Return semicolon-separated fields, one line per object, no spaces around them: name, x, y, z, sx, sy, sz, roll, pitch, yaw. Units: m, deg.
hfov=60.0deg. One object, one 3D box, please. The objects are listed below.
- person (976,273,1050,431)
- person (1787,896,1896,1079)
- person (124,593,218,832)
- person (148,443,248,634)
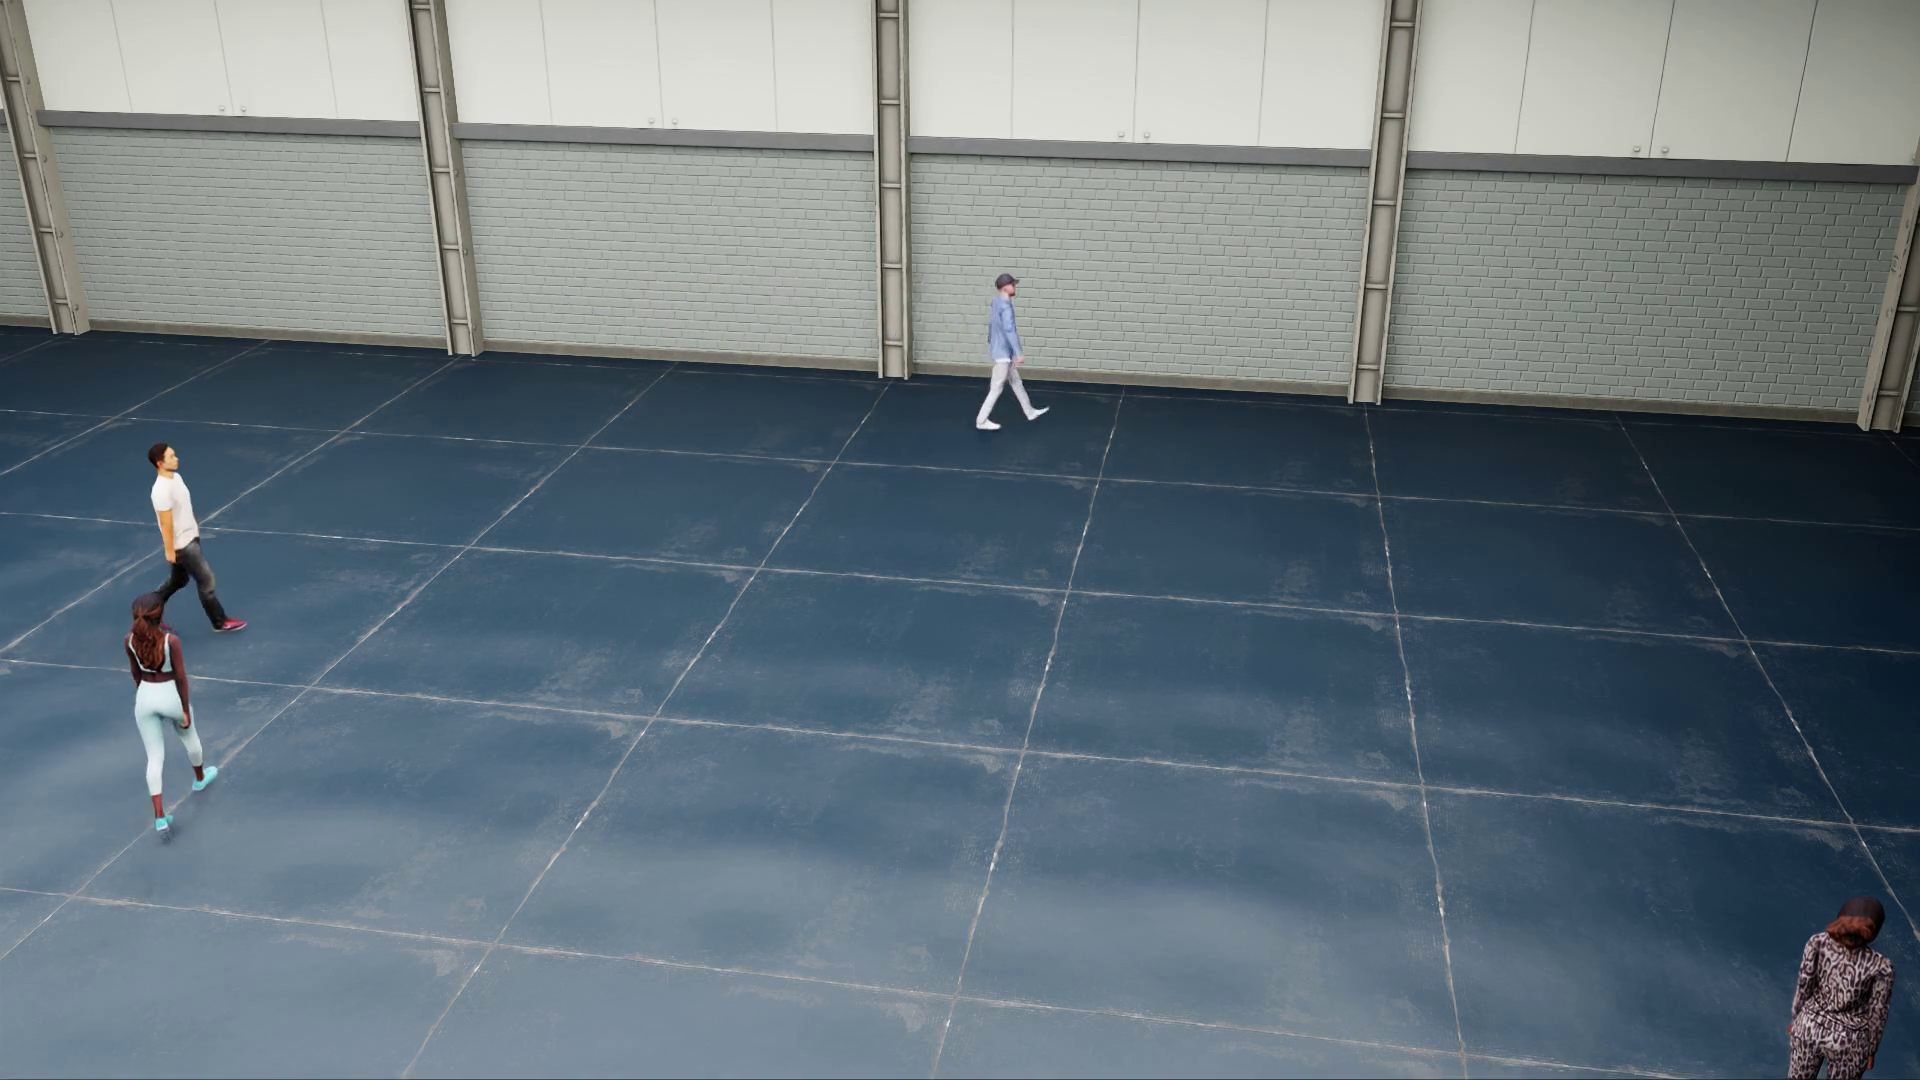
person;0.420;-2.157;19.422;1.225;1.845;0.918;-4;23;-8
person;4.463;2.549;8.524;0.648;1.714;0.737;19;29;37
person;-5.636;1.226;11.672;1.114;1.686;0.843;-2;23;-4
person;-6.829;0.026;14.384;1.212;1.771;0.955;-6;24;-14
